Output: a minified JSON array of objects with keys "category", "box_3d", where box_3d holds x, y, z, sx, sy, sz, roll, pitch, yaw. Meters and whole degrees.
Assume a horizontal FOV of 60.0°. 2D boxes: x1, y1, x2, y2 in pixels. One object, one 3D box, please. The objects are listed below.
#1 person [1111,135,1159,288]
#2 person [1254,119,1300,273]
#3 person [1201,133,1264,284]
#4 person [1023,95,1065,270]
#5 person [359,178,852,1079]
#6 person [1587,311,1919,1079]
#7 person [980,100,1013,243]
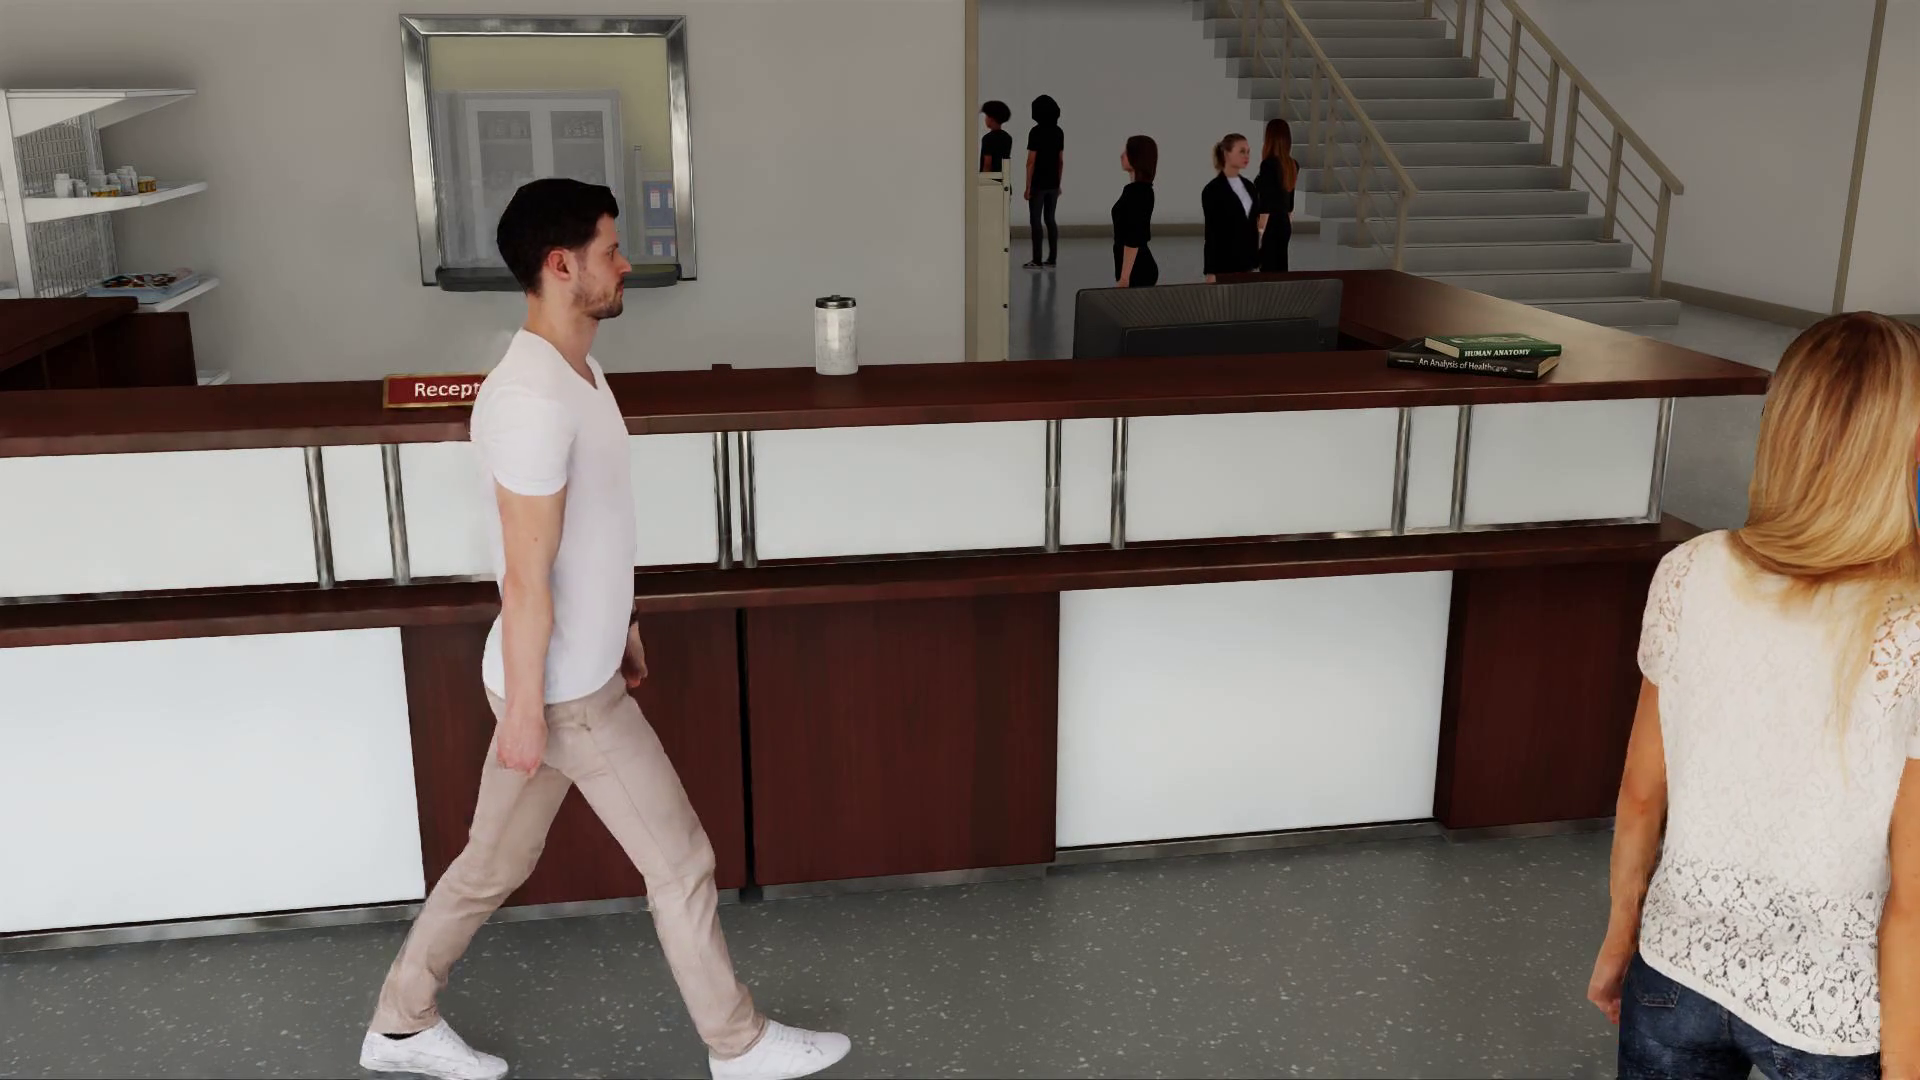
[{"category":"person","box_3d":[1.076,-1.594,10.123,0.713,1.706,0.578,4,16,15]},{"category":"person","box_3d":[2.487,-2.446,13.133,0.719,1.712,0.688,14,21,40]},{"category":"person","box_3d":[1.641,-1.665,10.418,0.910,1.683,1.080,-13,21,-39]},{"category":"person","box_3d":[0.910,-3.847,17.868,0.707,1.826,0.696,-12,20,-36]},{"category":"person","box_3d":[-0.867,0.279,3.245,0.751,1.833,1.156,-2,16,-7]},{"category":"person","box_3d":[0.958,0.632,2.083,1.017,1.784,1.117,-13,20,-38]},{"category":"person","box_3d":[0.378,-3.784,17.743,0.778,1.785,0.710,10,18,30]}]
